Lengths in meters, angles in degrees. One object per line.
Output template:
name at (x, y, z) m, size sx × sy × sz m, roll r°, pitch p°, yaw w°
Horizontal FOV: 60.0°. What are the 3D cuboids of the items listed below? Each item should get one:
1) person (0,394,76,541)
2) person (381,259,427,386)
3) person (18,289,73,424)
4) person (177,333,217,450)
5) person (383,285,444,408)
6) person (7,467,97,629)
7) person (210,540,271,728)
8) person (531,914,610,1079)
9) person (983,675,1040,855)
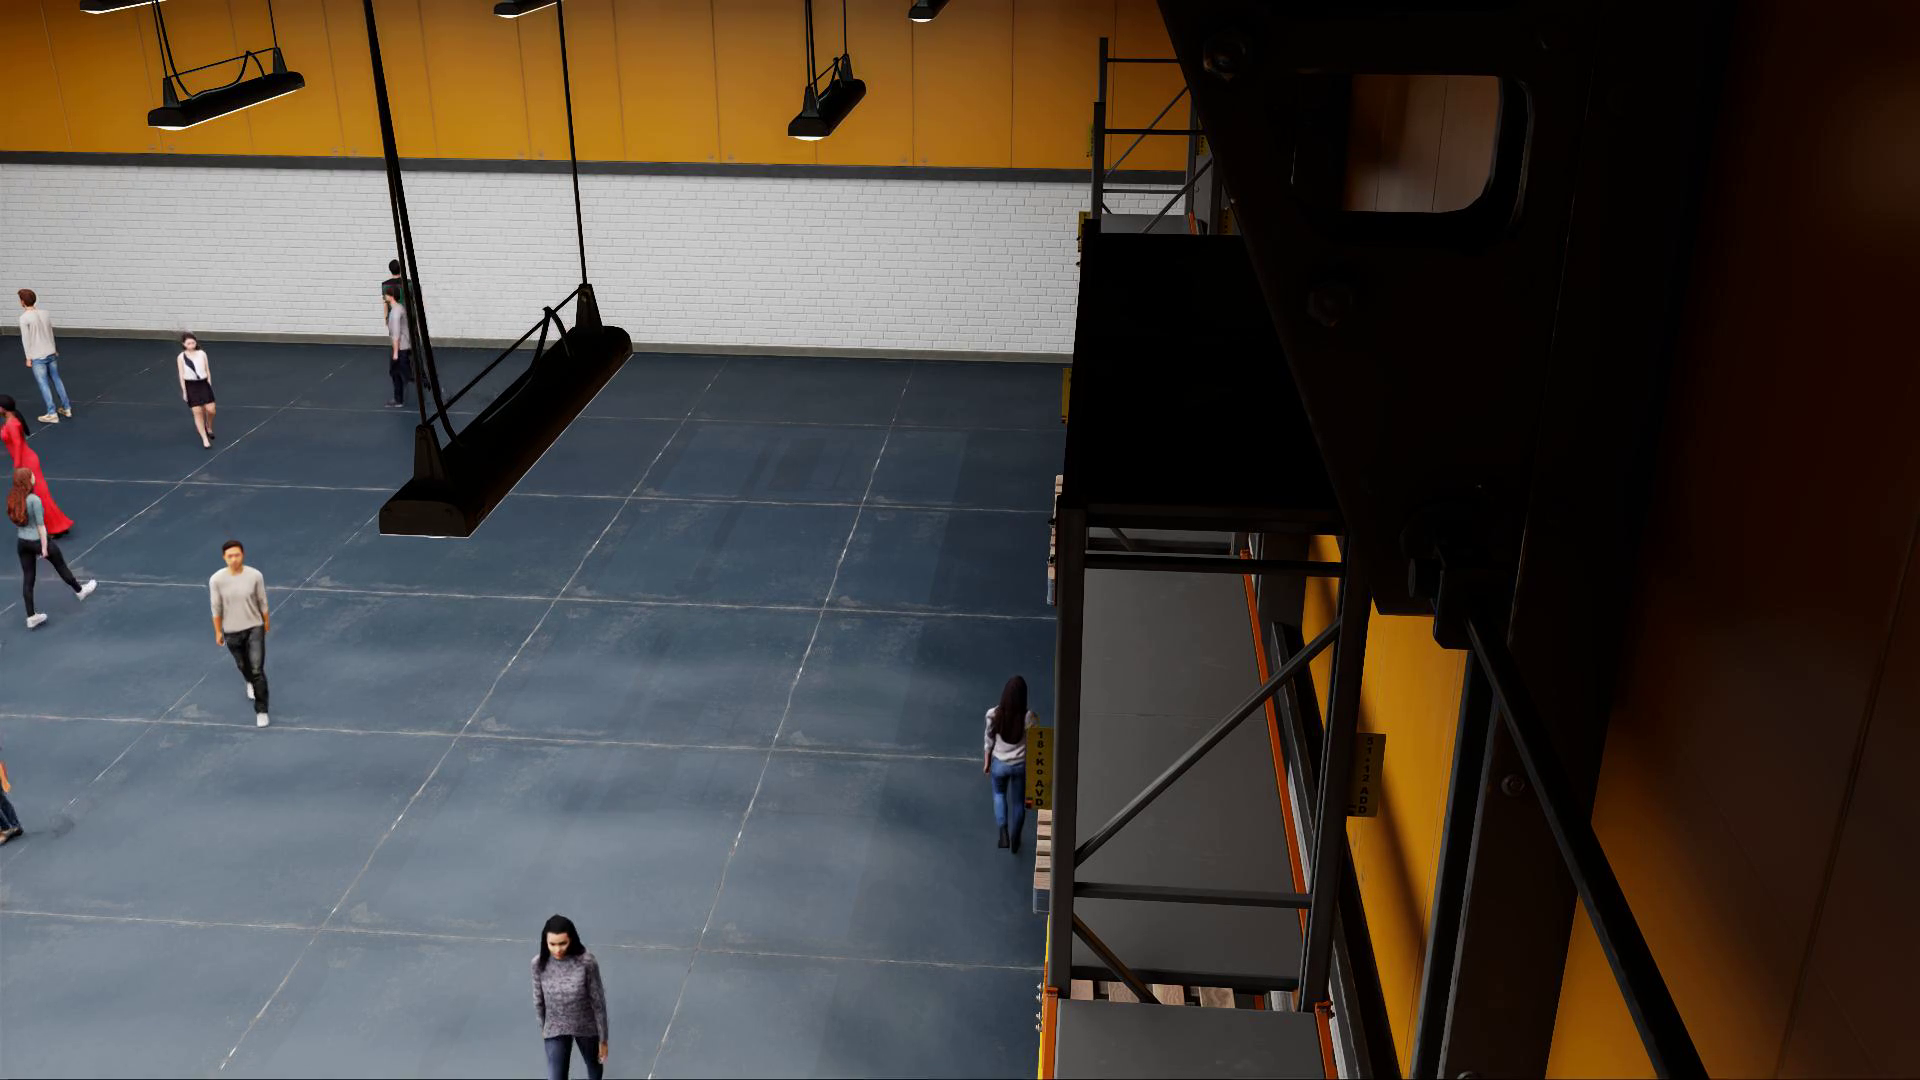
person at (-11.132, -0.887, 19.826) m, size 1.117 × 1.768 × 1.027 m, roll -15°, pitch 28°, yaw -31°
person at (-8.458, -3.323, 25.236) m, size 0.763 × 1.899 × 0.724 m, roll -8°, pitch 25°, yaw -17°
person at (-13.048, -2.631, 23.659) m, size 0.778 × 1.894 × 0.600 m, roll 7°, pitch 25°, yaw 16°
person at (-10.403, -2.041, 22.626) m, size 0.724 × 1.641 × 0.784 m, roll -17°, pitch 29°, yaw -34°
person at (-8.006, -2.780, 24.096) m, size 1.005 × 1.817 × 1.131 m, roll -8°, pitch 25°, yaw -17°
person at (-9.876, 0.109, 17.644) m, size 0.709 × 1.691 × 1.169 m, roll 6°, pitch 24°, yaw 14°
person at (-6.871, 0.819, 15.917) m, size 0.944 × 1.774 × 1.231 m, roll -8°, pitch 25°, yaw -17°
person at (-2.486, 3.102, 10.787) m, size 0.744 × 1.700 × 1.036 m, roll -3°, pitch 24°, yaw -7°
person at (0.425, 1.897, 13.646) m, size 0.629 × 1.617 × 0.649 m, roll 1°, pitch 24°, yaw 2°
